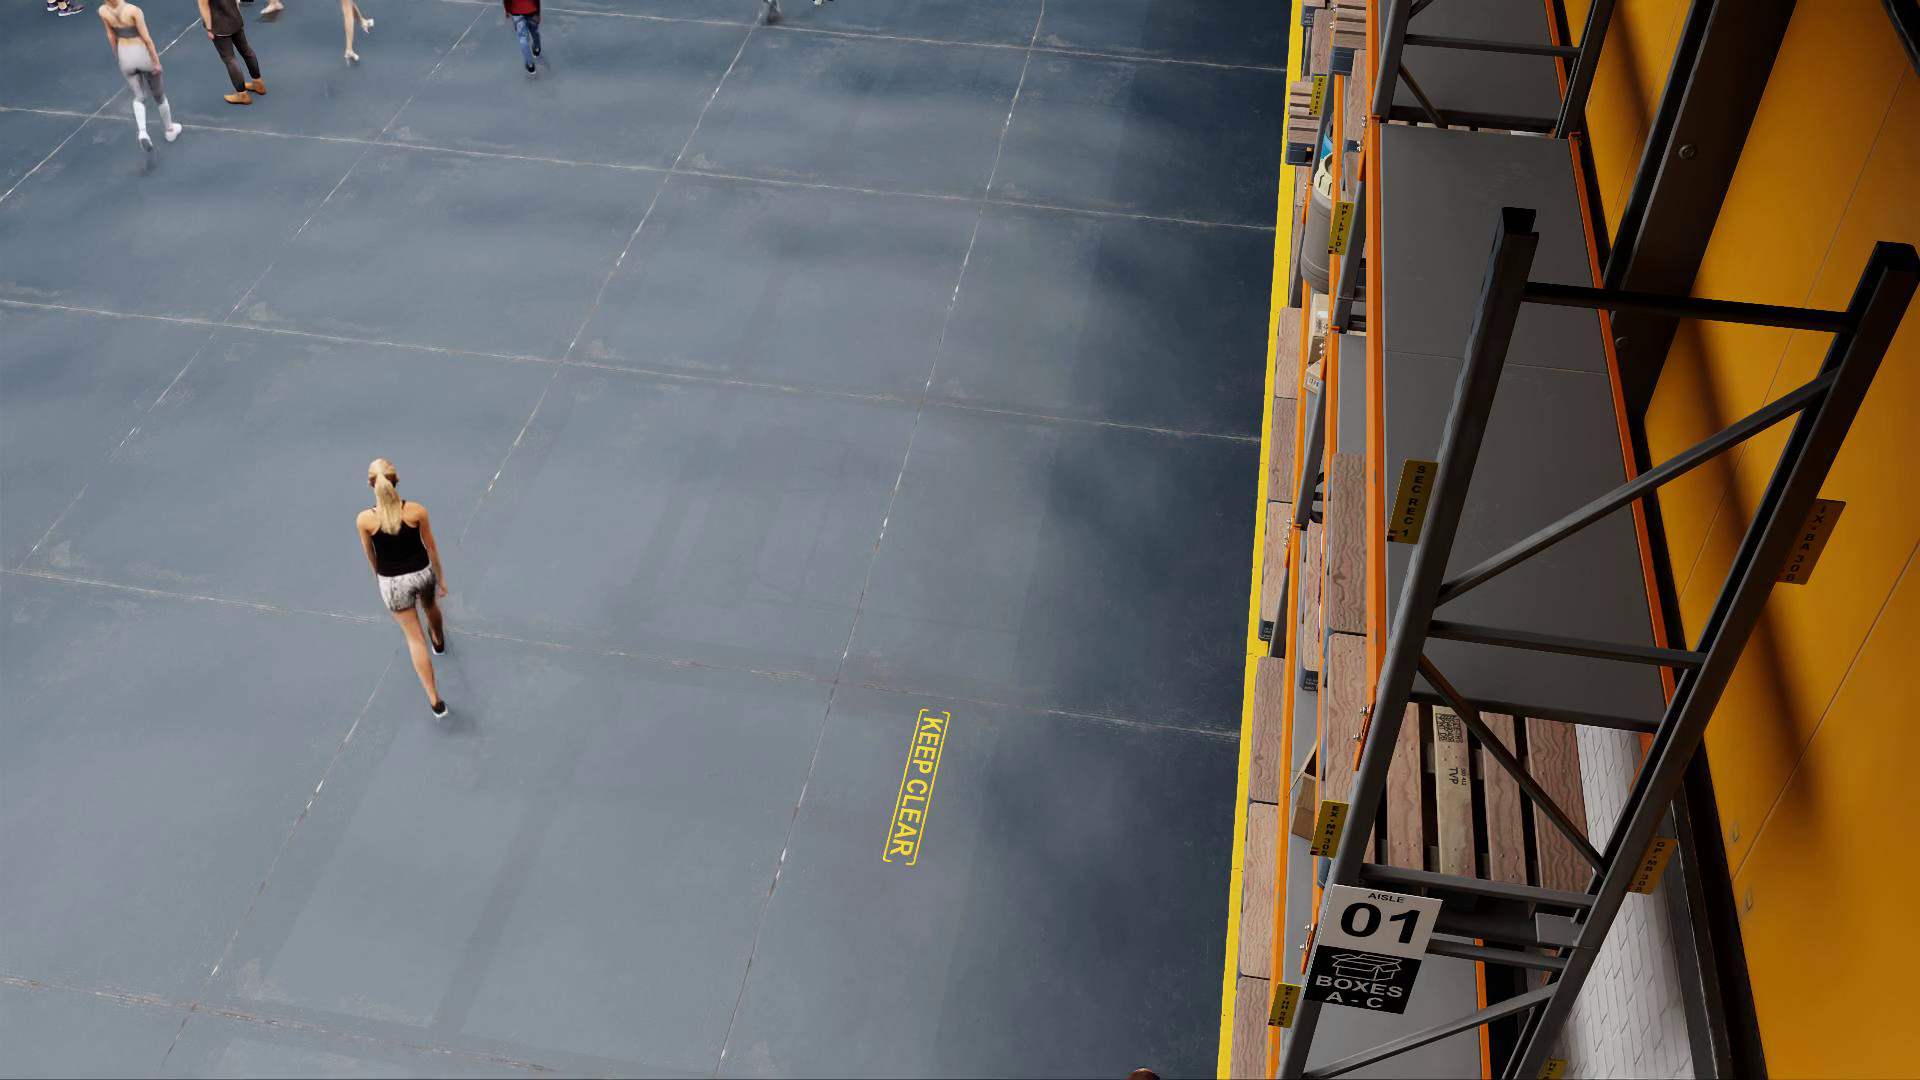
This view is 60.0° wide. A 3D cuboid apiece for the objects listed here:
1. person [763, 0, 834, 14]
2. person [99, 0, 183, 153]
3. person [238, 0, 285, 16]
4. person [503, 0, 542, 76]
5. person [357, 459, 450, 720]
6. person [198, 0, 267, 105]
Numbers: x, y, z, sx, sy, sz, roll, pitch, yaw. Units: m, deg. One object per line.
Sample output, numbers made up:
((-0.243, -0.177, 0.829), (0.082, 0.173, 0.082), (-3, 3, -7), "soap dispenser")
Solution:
((-1.748, -6.410, 17.470), (1.088, 1.826, 1.267), (33, 53, 30), "person")
((-7.674, -4.397, 15.456), (0.703, 1.689, 0.975), (-2, 44, -2), "person")
((-7.584, -6.330, 17.518), (0.921, 1.655, 0.857), (-10, 44, -10), "person")
((-4.388, -5.291, 16.728), (0.767, 1.229, 0.942), (-12, 45, -13), "person")
((-3.451, 0.314, 10.428), (1.019, 1.803, 1.233), (-17, 46, -17), "person")
((-7.156, -5.087, 16.163), (0.720, 1.712, 0.540), (16, 46, 16), "person")
